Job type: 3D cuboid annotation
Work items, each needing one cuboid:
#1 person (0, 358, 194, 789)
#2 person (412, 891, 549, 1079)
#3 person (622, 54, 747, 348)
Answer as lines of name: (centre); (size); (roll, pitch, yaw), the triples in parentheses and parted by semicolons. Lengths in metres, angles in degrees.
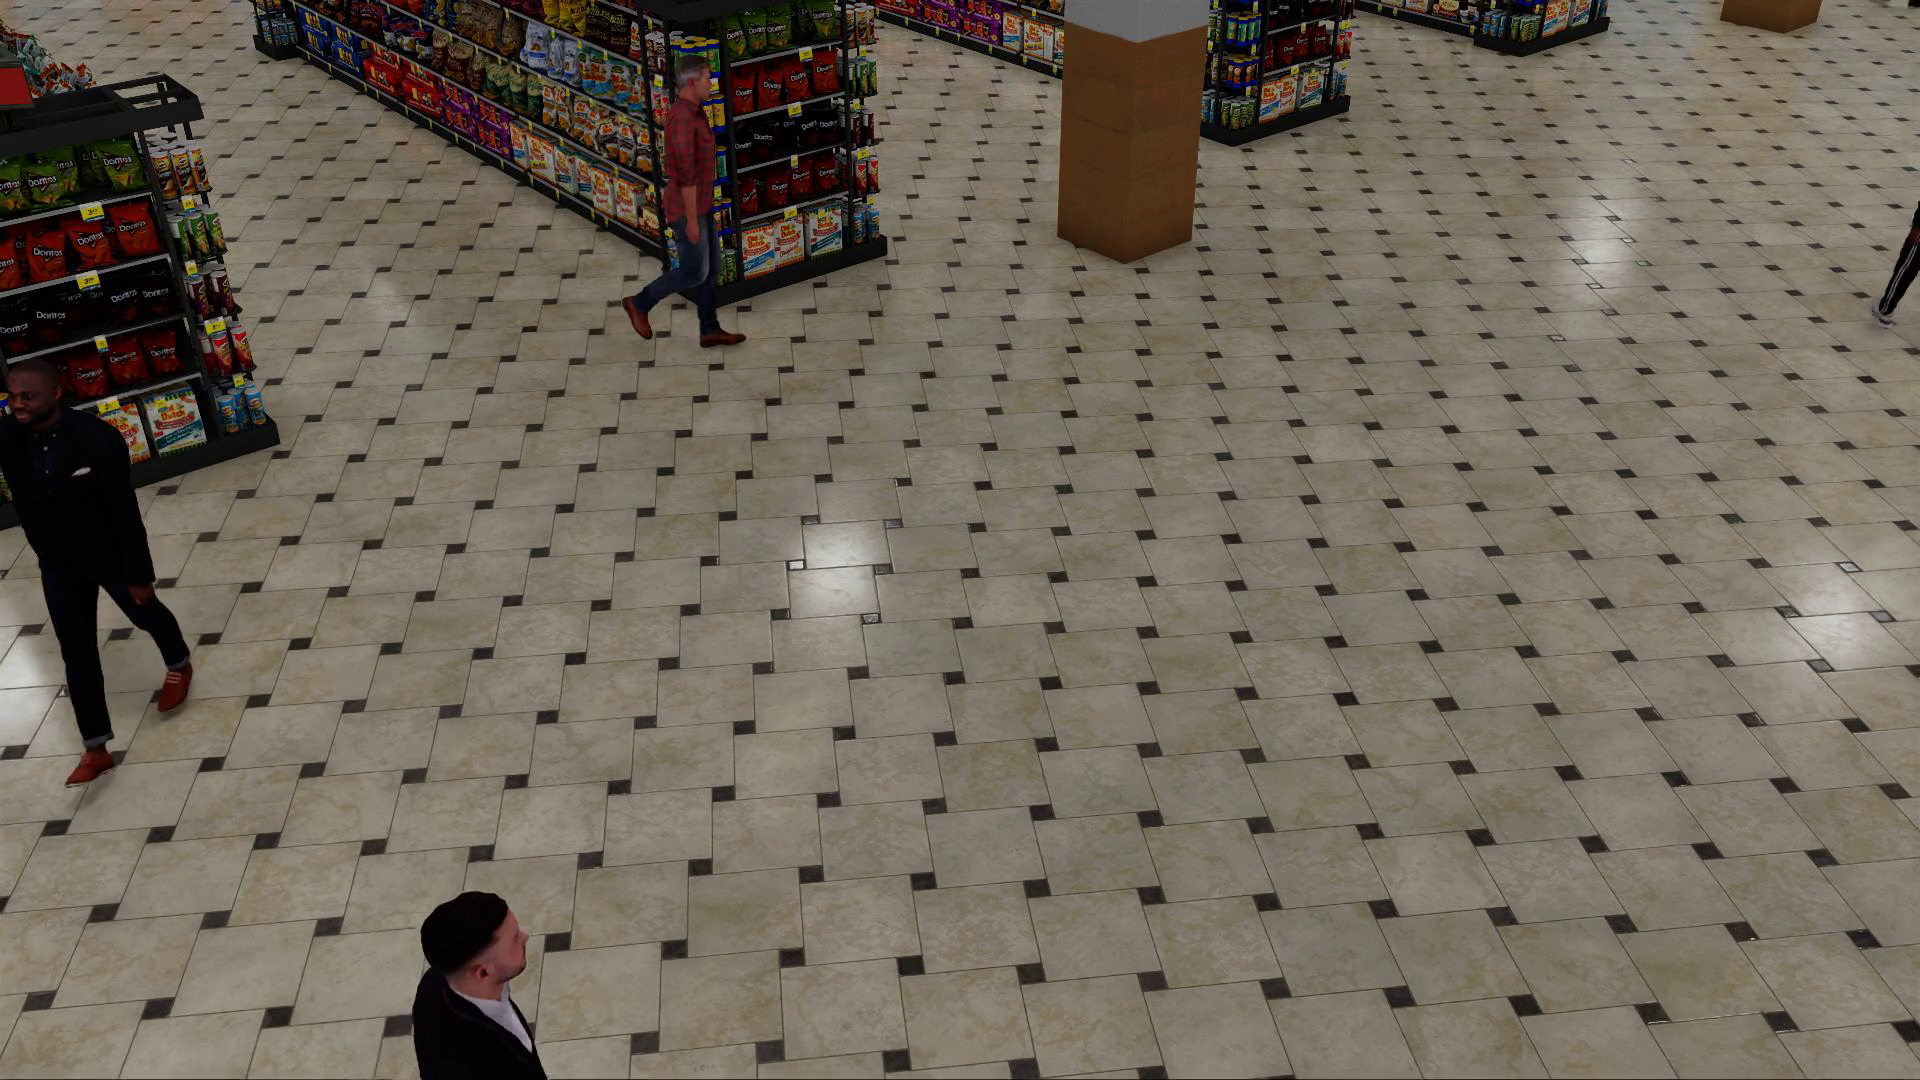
person: (-3.515, 0.055, 6.851); (1.180, 1.773, 1.276); (0, 32, 1)
person: (-1.226, 1.644, 4.243); (0.822, 1.832, 0.650); (-13, 34, -19)
person: (-1.726, -2.027, 10.172); (1.095, 1.799, 1.076); (0, 32, 0)
